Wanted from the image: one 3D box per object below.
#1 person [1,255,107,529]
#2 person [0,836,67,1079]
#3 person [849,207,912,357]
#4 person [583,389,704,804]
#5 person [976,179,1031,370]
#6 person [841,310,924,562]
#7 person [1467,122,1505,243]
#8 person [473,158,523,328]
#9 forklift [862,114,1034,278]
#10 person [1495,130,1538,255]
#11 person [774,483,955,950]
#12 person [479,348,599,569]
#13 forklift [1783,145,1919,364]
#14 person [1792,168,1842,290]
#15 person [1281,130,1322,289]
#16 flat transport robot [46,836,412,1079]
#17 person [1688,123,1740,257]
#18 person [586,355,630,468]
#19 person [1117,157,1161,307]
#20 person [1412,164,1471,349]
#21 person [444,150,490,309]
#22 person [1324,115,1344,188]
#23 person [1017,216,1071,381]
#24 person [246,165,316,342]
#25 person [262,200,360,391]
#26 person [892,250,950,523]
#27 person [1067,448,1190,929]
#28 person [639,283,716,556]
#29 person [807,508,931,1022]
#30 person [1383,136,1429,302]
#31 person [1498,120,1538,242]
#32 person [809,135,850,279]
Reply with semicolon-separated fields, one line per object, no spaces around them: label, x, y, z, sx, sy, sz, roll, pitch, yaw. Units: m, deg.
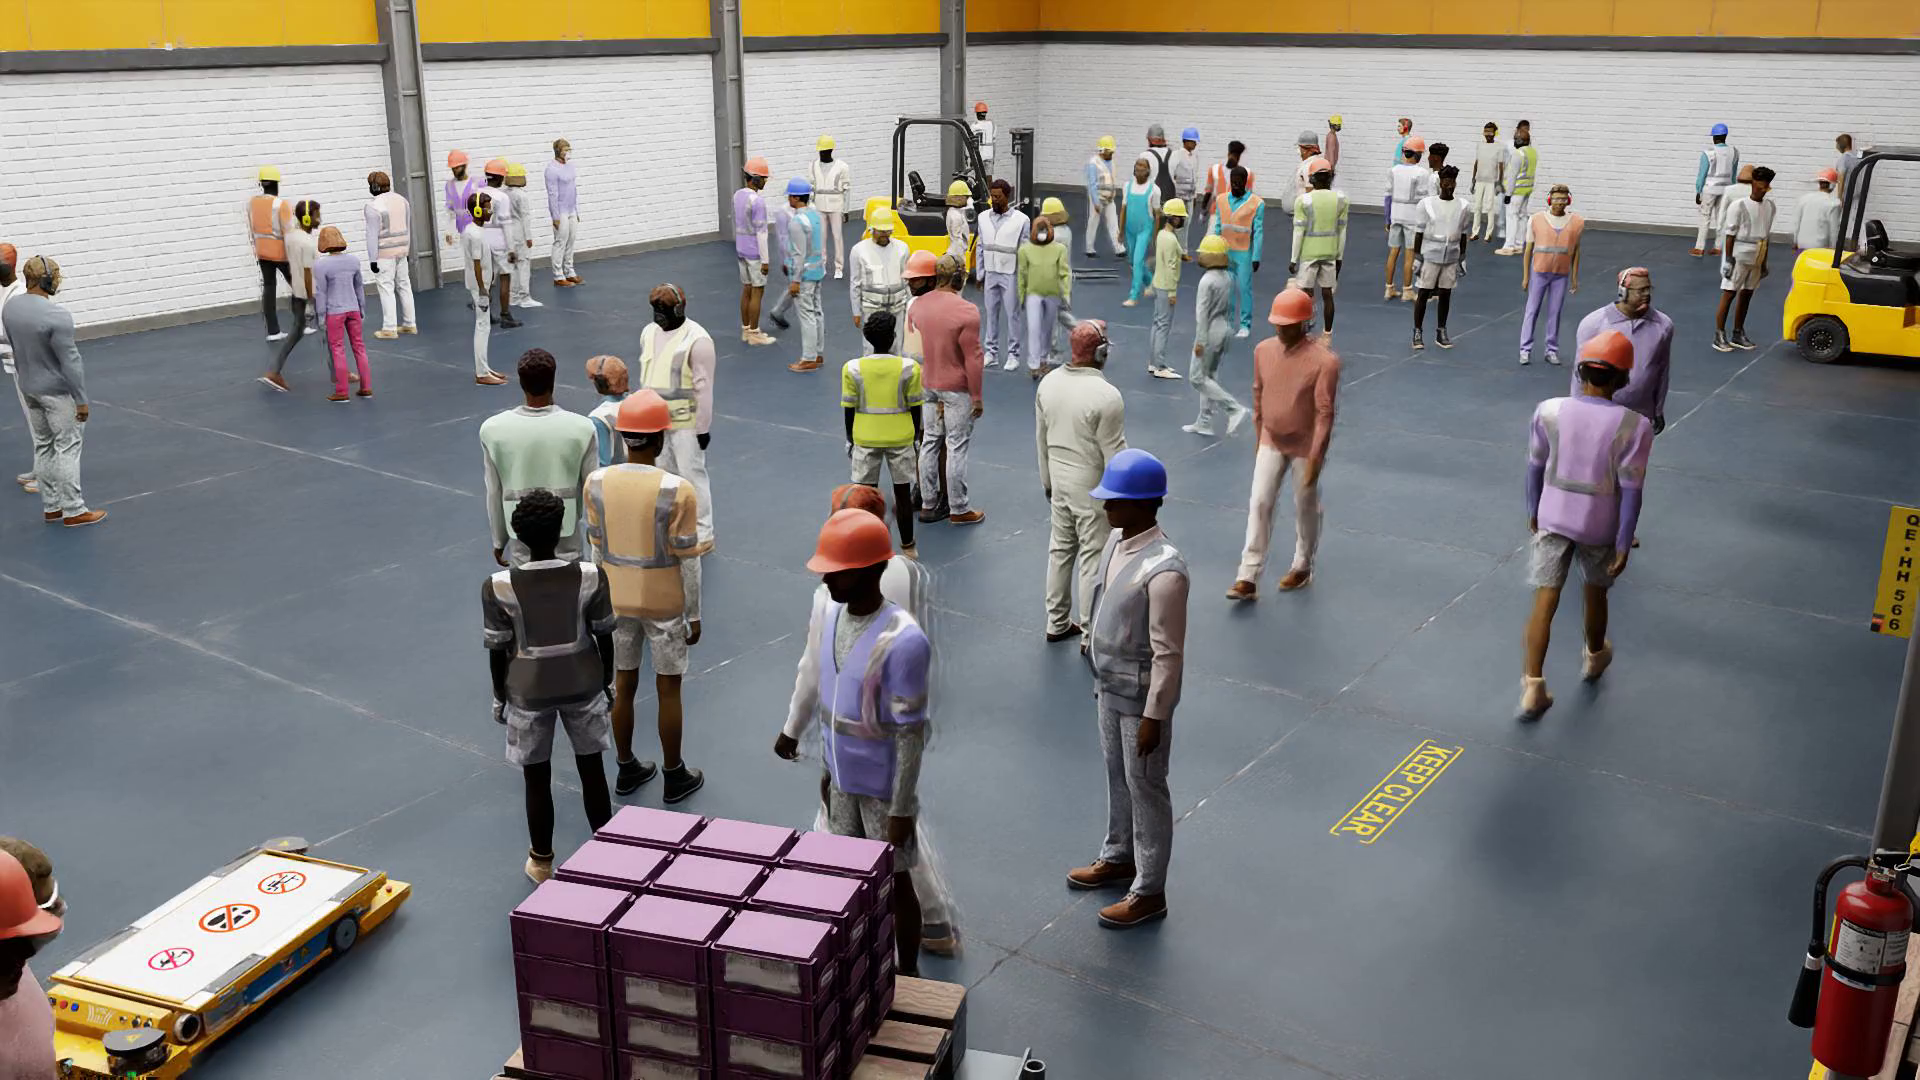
person;-6.351;-1.027;11.663;0.635;1.928;0.391;9;20;25
person;-2.125;1.532;3.693;0.706;1.916;0.650;-9;20;-26
person;-0.721;-2.158;15.375;0.601;1.818;0.403;-7;19;-20
person;-1.419;0.266;7.617;0.539;1.929;0.388;4;18;13
person;0.436;-2.689;16.865;0.591;1.918;0.383;10;20;29
person;-0.501;-0.647;10.831;0.535;1.699;0.321;0;18;-1
person;8.252;-5.608;26.097;0.509;1.860;0.333;16;24;41
person;-5.327;-3.409;19.125;0.550;1.915;0.422;10;20;29
forklift;-0.171;-4.594;22.377;2.313;2.155;1.214;1;18;3
person;8.316;-5.174;24.787;0.429;1.830;0.639;17;24;42
person;-0.389;0.673;6.497;0.989;1.834;0.577;9;20;27
person;-2.127;-0.028;8.570;0.585;1.908;0.391;-3;18;-9
forklift;9.803;-2.879;17.013;2.313;2.155;1.214;12;21;33
person;10.260;-3.565;19.898;0.370;1.734;0.593;-8;19;-22
person;4.472;-4.320;21.769;0.539;2.000;0.689;4;18;13
flat transport robot;-2.795;1.550;6.270;0.652;0.197;1.431;6;19;19
person;11.133;-5.152;24.543;0.604;1.939;0.416;-3;18;-8
person;-1.999;-0.277;9.777;0.310;1.636;0.523;6;19;18
person;2.263;-3.837;20.626;0.511;1.819;0.858;13;22;34
person;5.162;-3.039;17.882;0.600;1.967;0.368;-1;18;-4
person;-6.033;-3.780;20.290;0.558;1.901;0.785;6;19;18
person;6.559;-6.598;29.341;0.328;1.765;0.532;3;18;9
person;0.831;-2.387;16.456;0.510;1.590;0.827;-2;18;-6
person;-7.528;-3.178;18.412;0.602;1.897;0.722;5;18;16
person;-6.298;-2.345;15.949;0.953;1.826;0.506;-15;23;-39
person;-0.248;-1.088;11.825;0.361;1.939;0.543;-13;22;-36
person;0.683;0.582;6.587;0.386;1.948;0.601;-5;19;-16
person;-1.894;-0.797;11.095;0.632;1.835;0.429;15;23;39
person;-0.338;0.817;5.872;0.368;1.938;0.543;-14;23;-38
person;5.596;-4.008;20.791;0.391;2.040;0.615;-14;23;-38
person;8.816;-5.665;26.254;0.605;1.863;0.941;-2;18;-7
person;-1.777;-4.500;22.519;0.590;1.923;0.383;5;18;15
